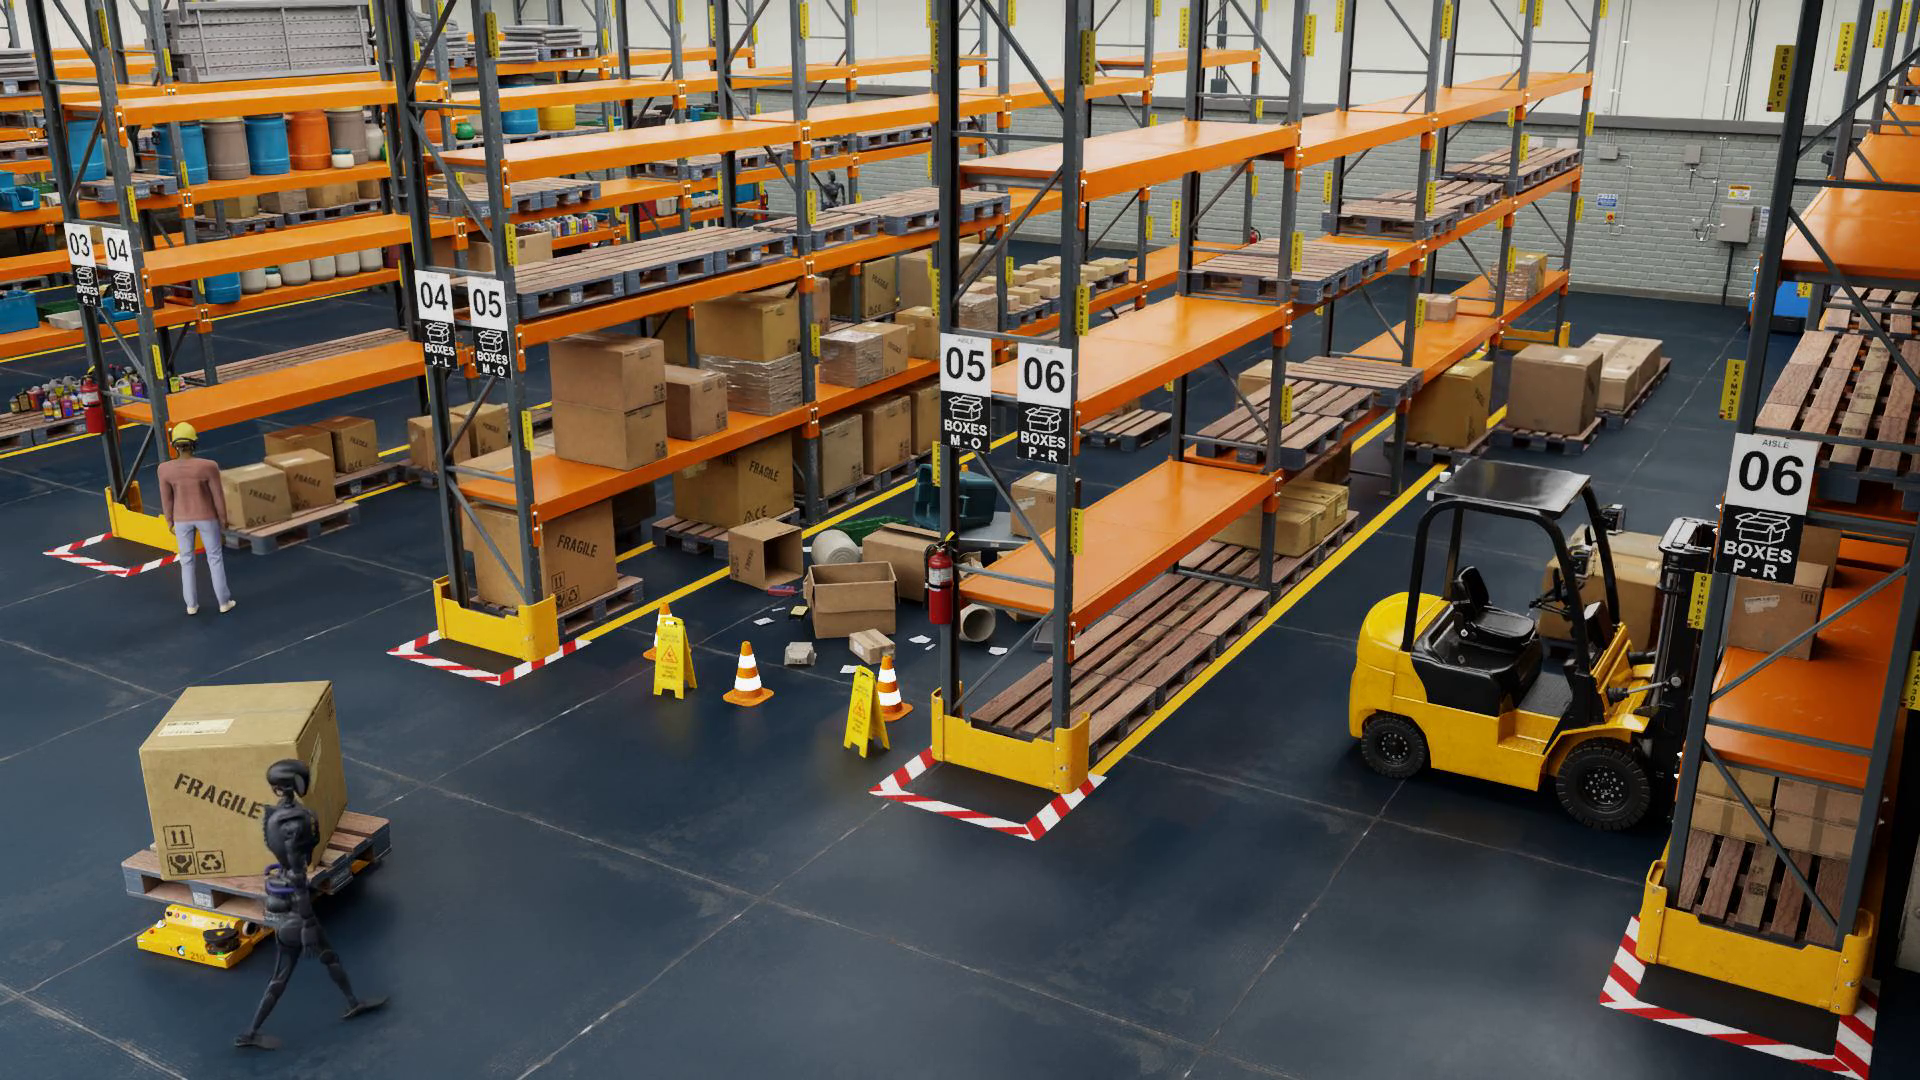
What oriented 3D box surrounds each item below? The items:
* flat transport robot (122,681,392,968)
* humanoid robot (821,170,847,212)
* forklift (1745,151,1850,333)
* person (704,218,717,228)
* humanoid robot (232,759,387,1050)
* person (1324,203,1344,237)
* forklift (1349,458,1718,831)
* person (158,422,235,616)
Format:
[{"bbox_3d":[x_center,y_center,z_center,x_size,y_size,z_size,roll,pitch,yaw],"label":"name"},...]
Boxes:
[{"bbox_3d":[-4.346,2.161,10.368,0.659,0.231,1.431,6,20,18],"label":"flat transport robot"},{"bbox_3d":[-2.584,-6.710,33.879,0.608,1.643,0.492,-10,21,-27],"label":"humanoid robot"},{"bbox_3d":[13.620,-4.667,26.137,1.873,2.768,1.129,11,22,29],"label":"forklift"},{"bbox_3d":[-5.241,-7.063,34.868,0.489,1.688,0.352,-6,20,-17],"label":"person"},{"bbox_3d":[-3.580,1.940,8.929,0.805,1.621,0.600,-8,21,-23],"label":"humanoid robot"},{"bbox_3d":[6.600,-5.153,29.340,0.430,1.678,0.541,15,24,36],"label":"person"},{"bbox_3d":[3.988,0.658,11.776,2.313,2.155,1.214,11,22,29],"label":"forklift"},{"bbox_3d":[-6.830,-0.189,14.886,0.522,1.758,0.346,-4,20,-12],"label":"person"}]
